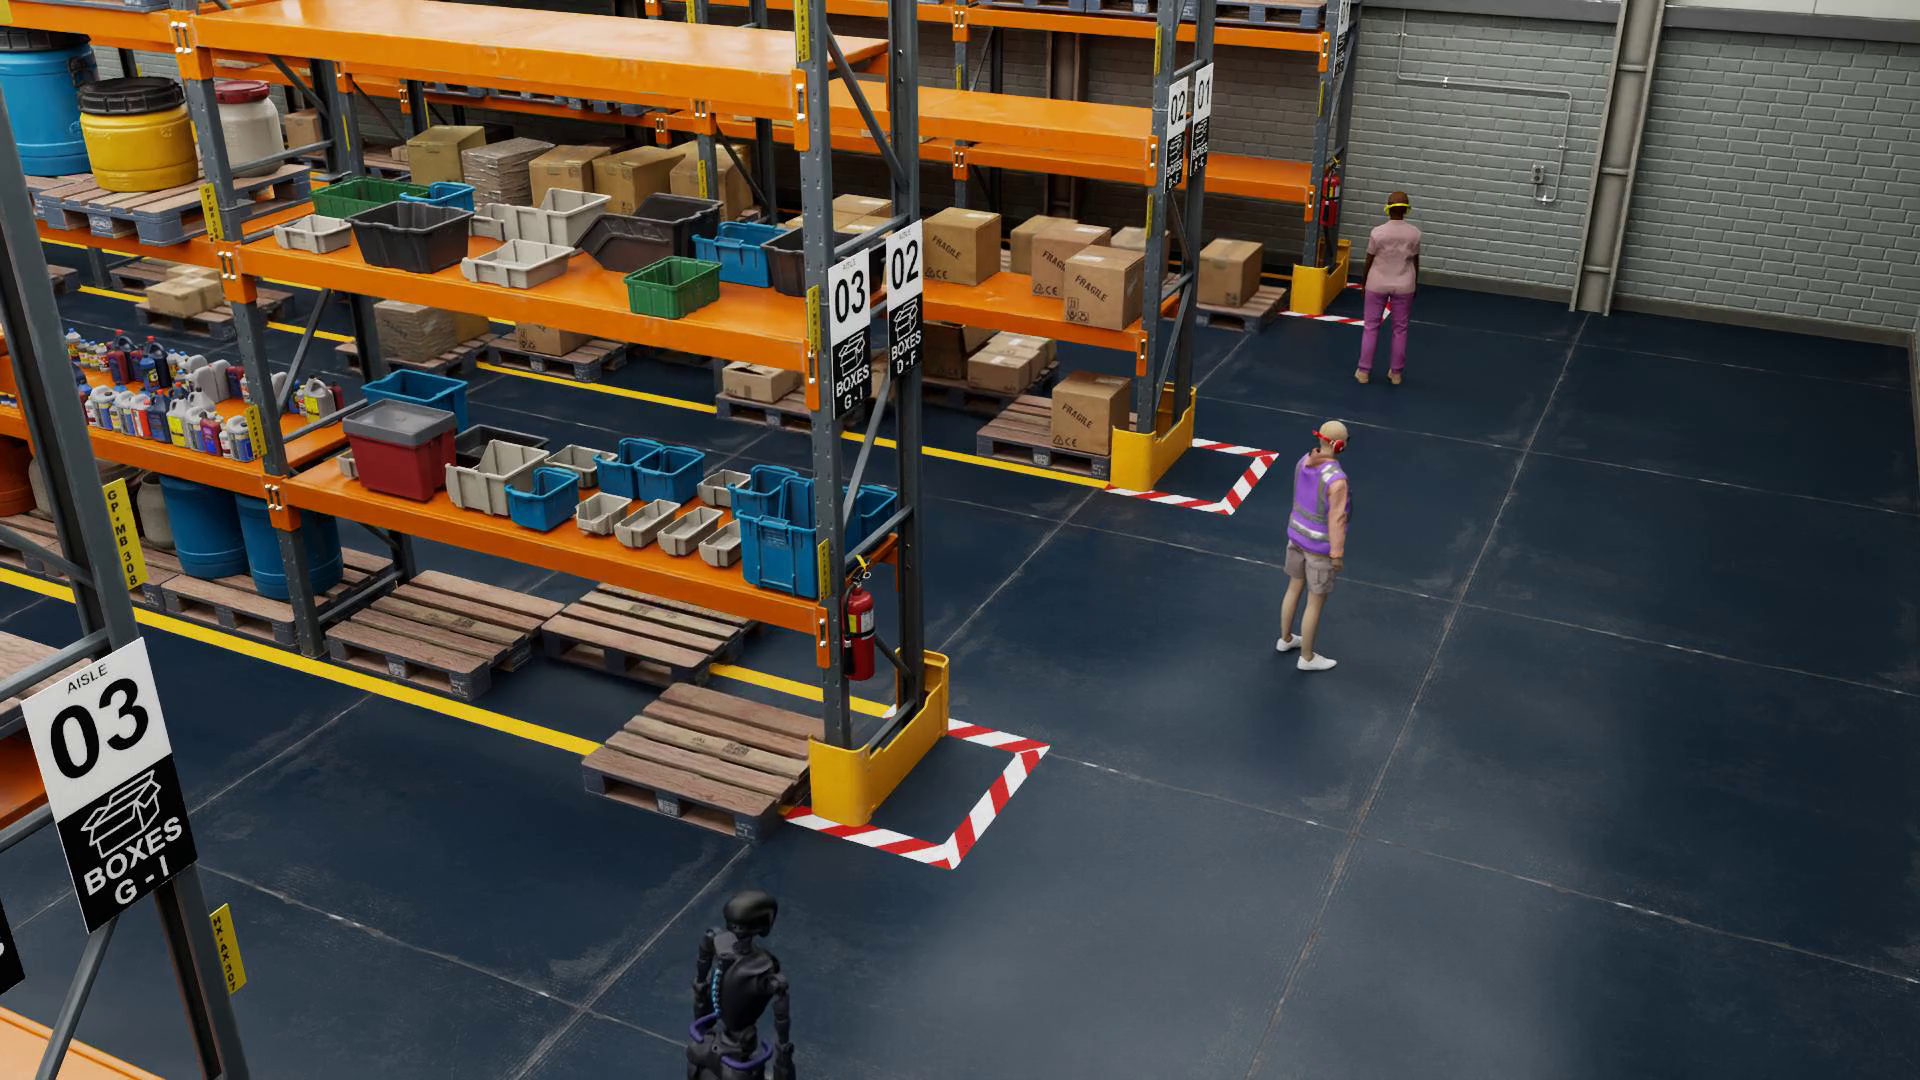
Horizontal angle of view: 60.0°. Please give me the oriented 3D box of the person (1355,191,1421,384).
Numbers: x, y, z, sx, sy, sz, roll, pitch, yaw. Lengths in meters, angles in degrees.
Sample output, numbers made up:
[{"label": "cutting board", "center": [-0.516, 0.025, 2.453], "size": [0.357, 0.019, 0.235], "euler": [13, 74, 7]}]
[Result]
[{"label": "person", "center": [3.947, -2.307, 15.263], "size": [0.508, 1.794, 0.336], "euler": [4, 27, 8]}]

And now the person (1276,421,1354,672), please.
[{"label": "person", "center": [2.278, 0.031, 10.643], "size": [0.352, 1.688, 0.489], "euler": [-11, 28, -20]}]

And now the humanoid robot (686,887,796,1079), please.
[{"label": "humanoid robot", "center": [-0.898, 2.074, 6.521], "size": [0.594, 1.632, 0.455], "euler": [22, 34, 37]}]
